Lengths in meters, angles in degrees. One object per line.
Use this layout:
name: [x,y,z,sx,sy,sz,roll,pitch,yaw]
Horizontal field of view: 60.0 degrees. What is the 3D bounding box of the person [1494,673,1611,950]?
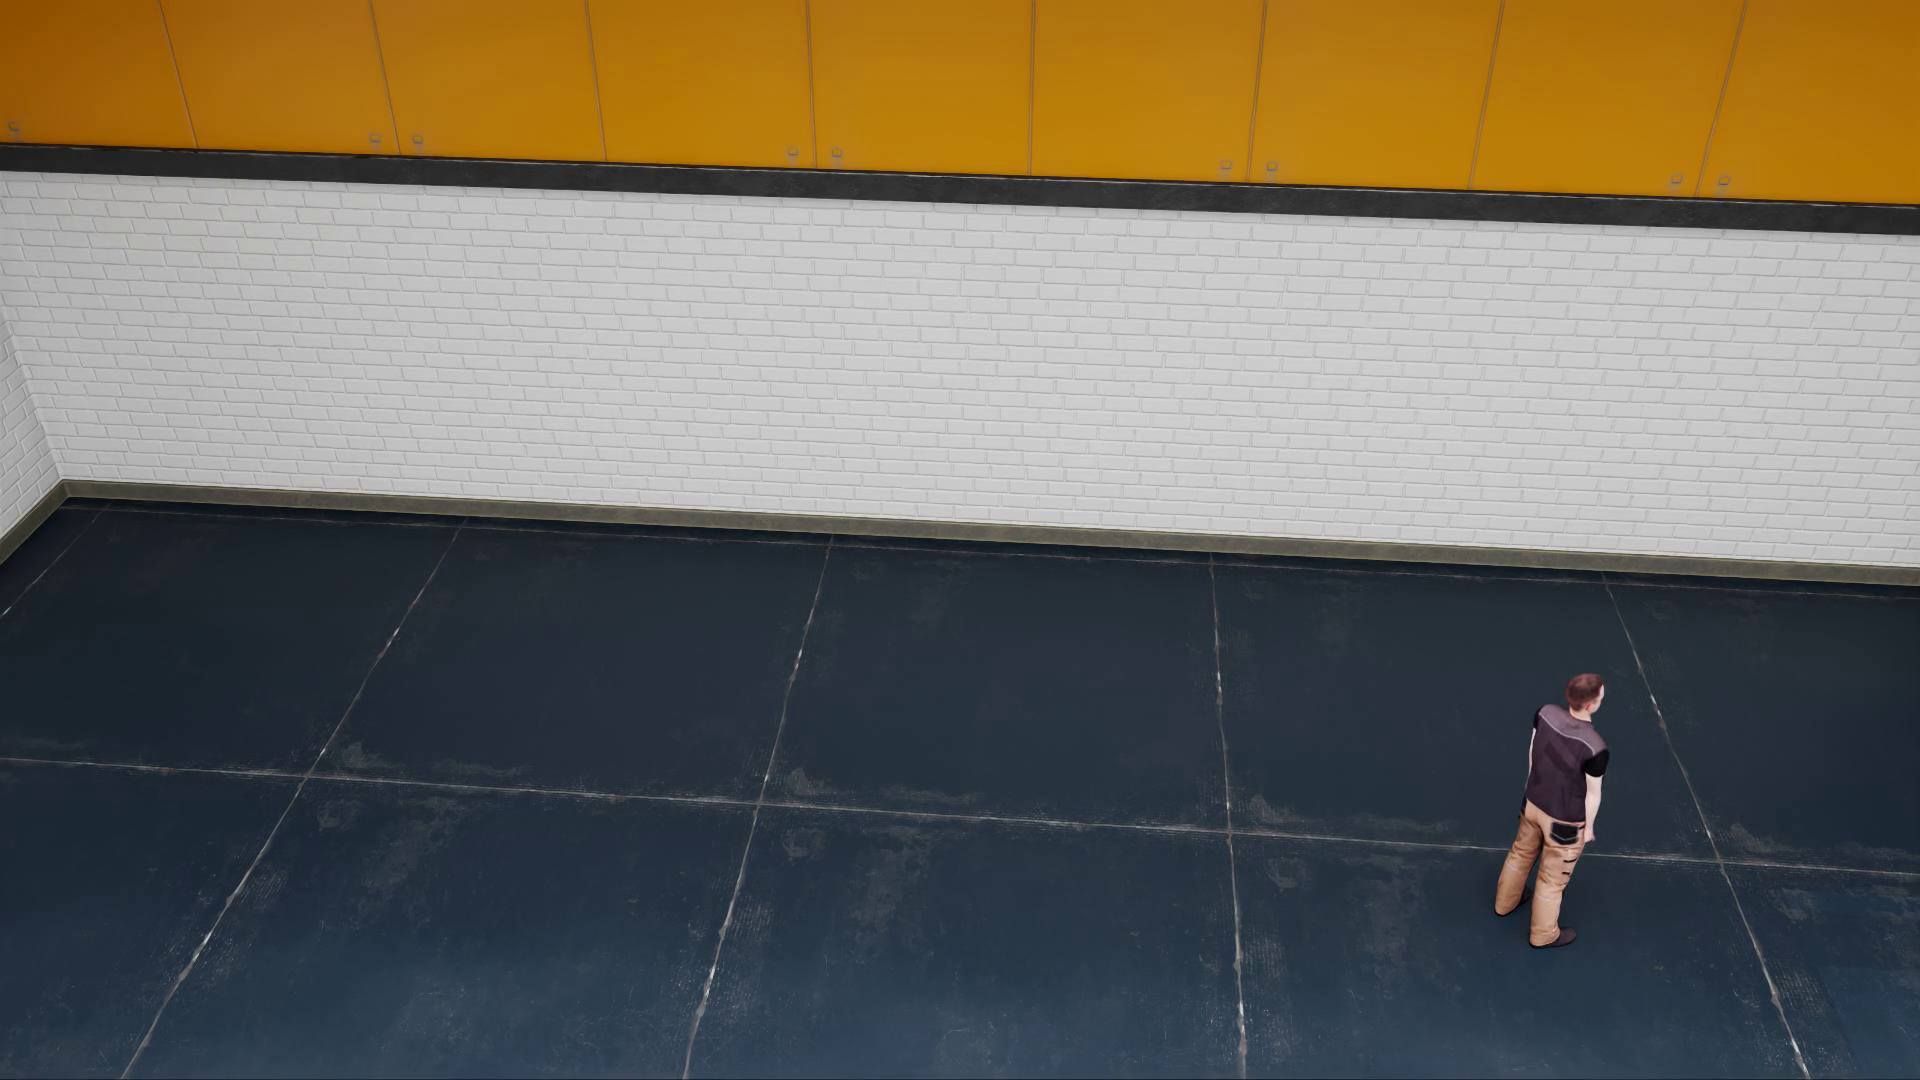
person: [3.340,1.488,9.327,0.834,1.841,0.714,-15,36,-21]
